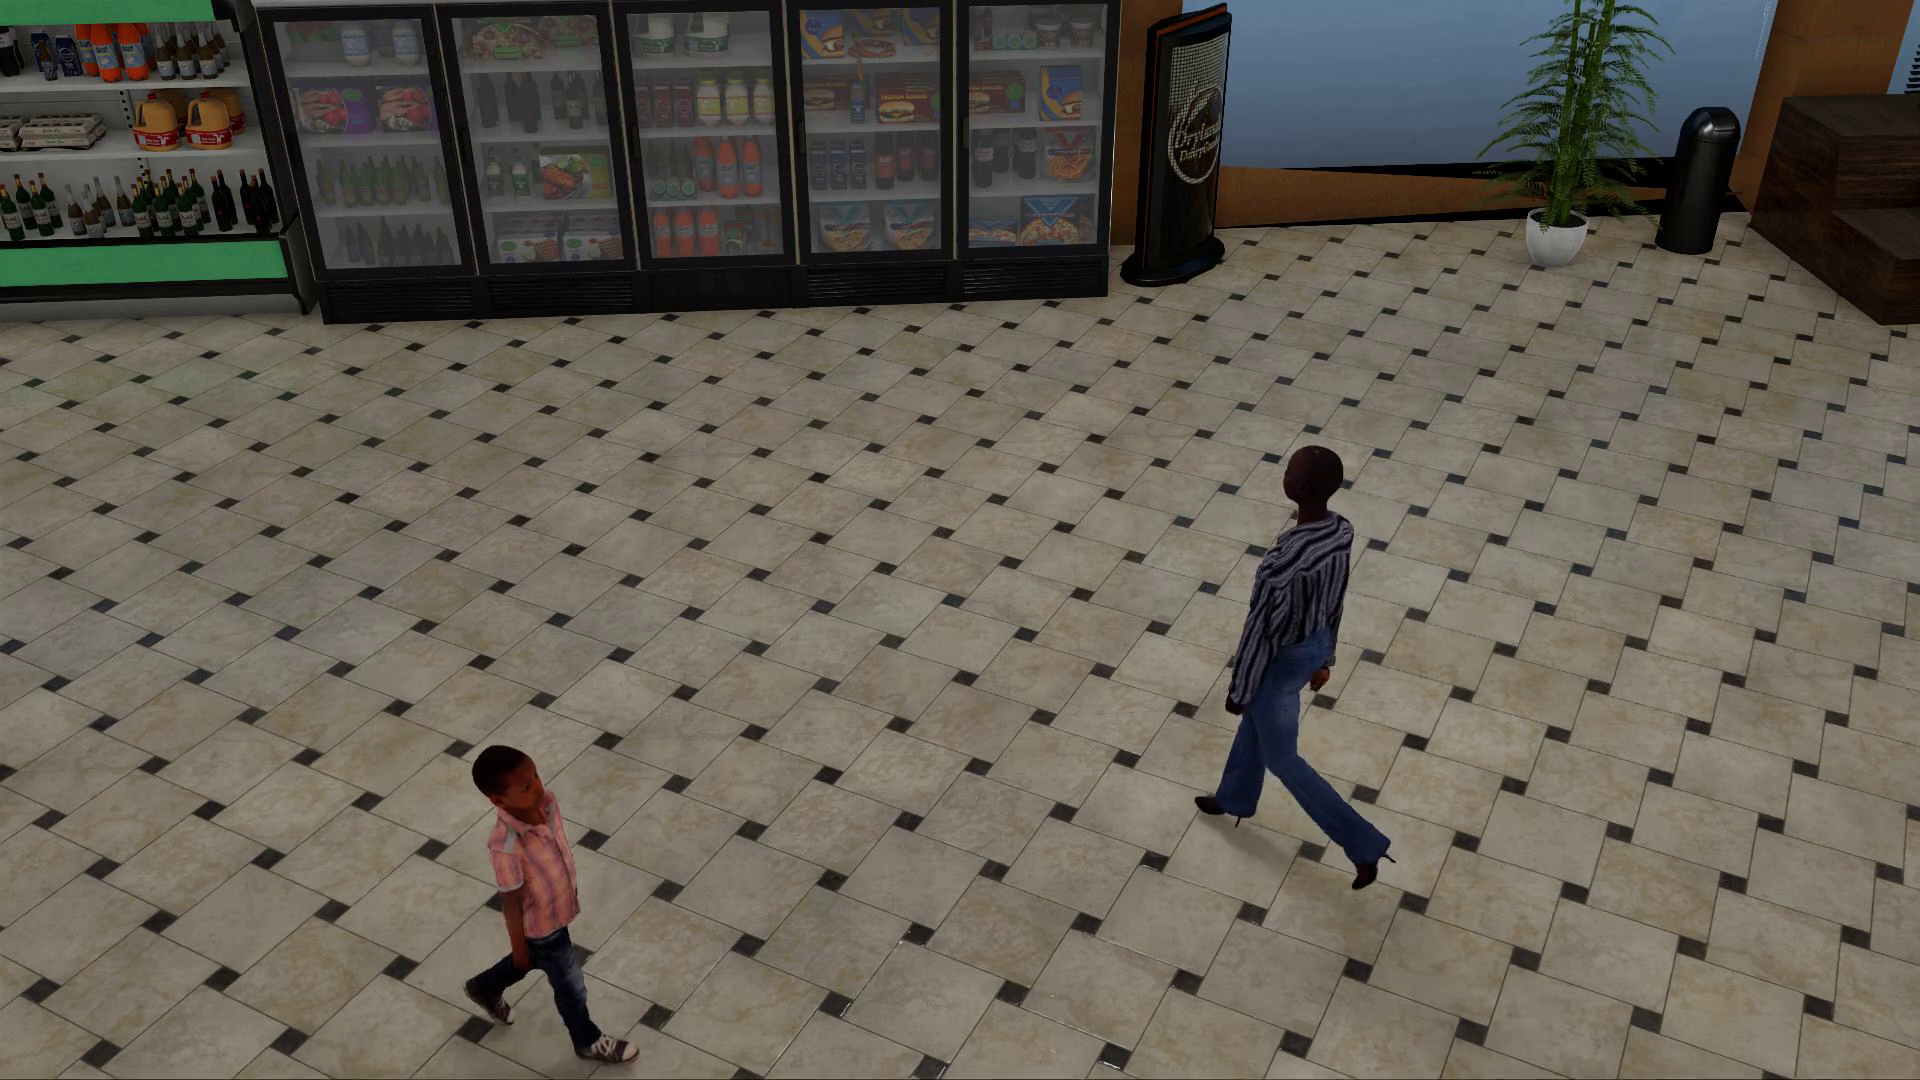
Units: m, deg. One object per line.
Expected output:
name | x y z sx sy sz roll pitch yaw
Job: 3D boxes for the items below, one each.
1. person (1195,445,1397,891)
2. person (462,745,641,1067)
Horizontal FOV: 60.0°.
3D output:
person | 1.254 0.513 5.990 1.171 1.762 1.075 21 38 30
person | -1.407 1.175 5.372 0.907 1.291 0.645 6 32 9
